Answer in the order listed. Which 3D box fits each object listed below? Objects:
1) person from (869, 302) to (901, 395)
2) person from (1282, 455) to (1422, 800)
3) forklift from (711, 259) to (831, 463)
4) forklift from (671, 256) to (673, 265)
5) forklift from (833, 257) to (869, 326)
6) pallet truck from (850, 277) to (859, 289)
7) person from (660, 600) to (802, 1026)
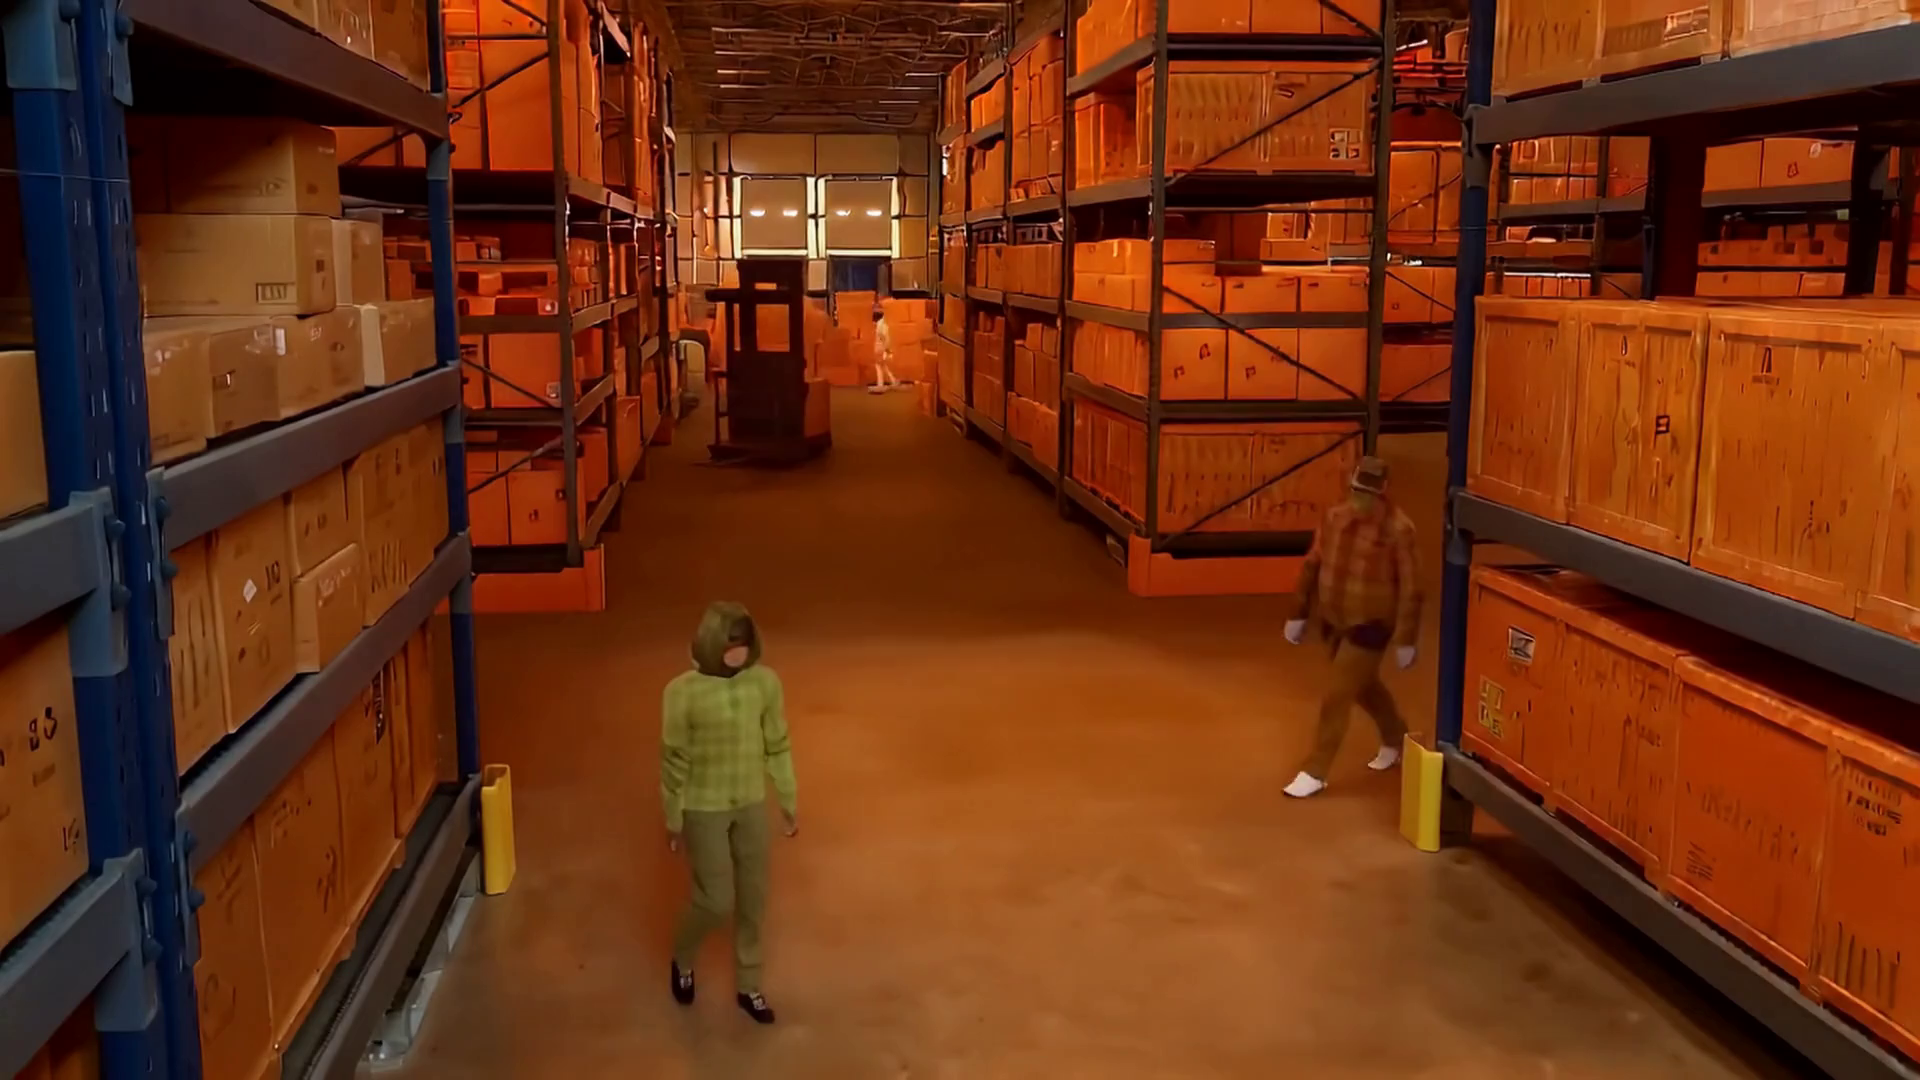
[{"bbox_3d":[-1.557,-3.941,34.307,0.598,1.917,0.567,-2,10,-12],"label":"person"},{"bbox_3d":[2.185,0.440,9.017,1.016,1.846,0.659,-5,11,-28],"label":"person"},{"bbox_3d":[-2.655,-2.591,23.648,1.129,2.768,1.873,3,10,18],"label":"forklift"},{"bbox_3d":[-10.987,-9.066,61.344,1.129,2.768,1.873,-1,10,-7],"label":"forklift"},{"bbox_3d":[-3.028,-6.694,47.538,1.129,2.768,1.873,-8,13,-40],"label":"forklift"},{"bbox_3d":[-3.782,-9.391,65.808,1.885,1.965,0.823,2,10,10],"label":"pallet truck"},{"bbox_3d":[-0.874,1.020,6.280,0.514,1.620,0.419,-7,12,-36],"label":"person"}]
